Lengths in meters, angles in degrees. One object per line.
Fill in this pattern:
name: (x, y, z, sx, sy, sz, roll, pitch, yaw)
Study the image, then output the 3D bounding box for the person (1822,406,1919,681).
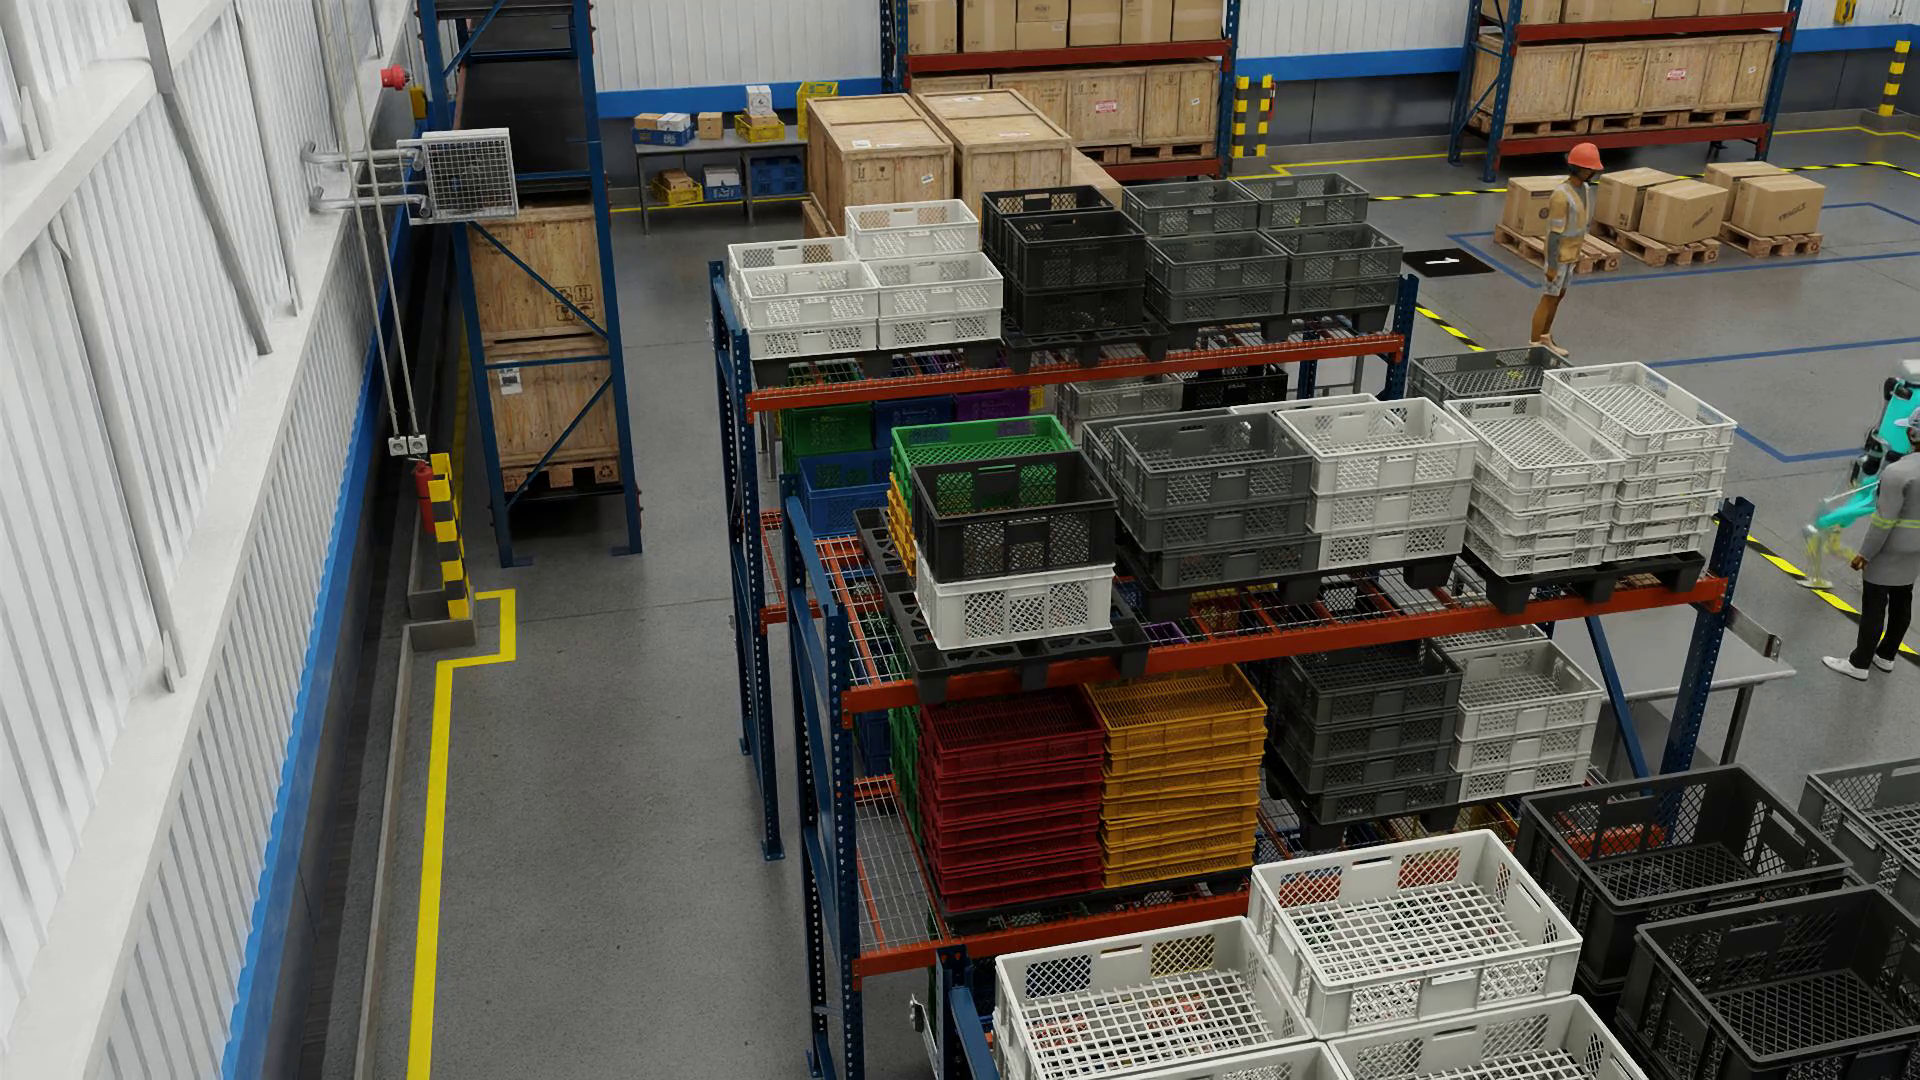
person: (5.800, 0.014, 10.327, 0.586, 1.848, 0.391, -11, 30, -20)

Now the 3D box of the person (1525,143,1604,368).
person: (5.479, -2.574, 15.032, 0.388, 2.039, 0.614, 20, 34, 32)

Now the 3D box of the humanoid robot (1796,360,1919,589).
humanoid robot: (6.052, -0.374, 11.166, 1.002, 1.719, 0.546, -1, 28, -2)

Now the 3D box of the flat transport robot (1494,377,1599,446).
flat transport robot: (4.780, -1.036, 14.013, 0.659, 0.231, 1.431, -6, 28, -12)
